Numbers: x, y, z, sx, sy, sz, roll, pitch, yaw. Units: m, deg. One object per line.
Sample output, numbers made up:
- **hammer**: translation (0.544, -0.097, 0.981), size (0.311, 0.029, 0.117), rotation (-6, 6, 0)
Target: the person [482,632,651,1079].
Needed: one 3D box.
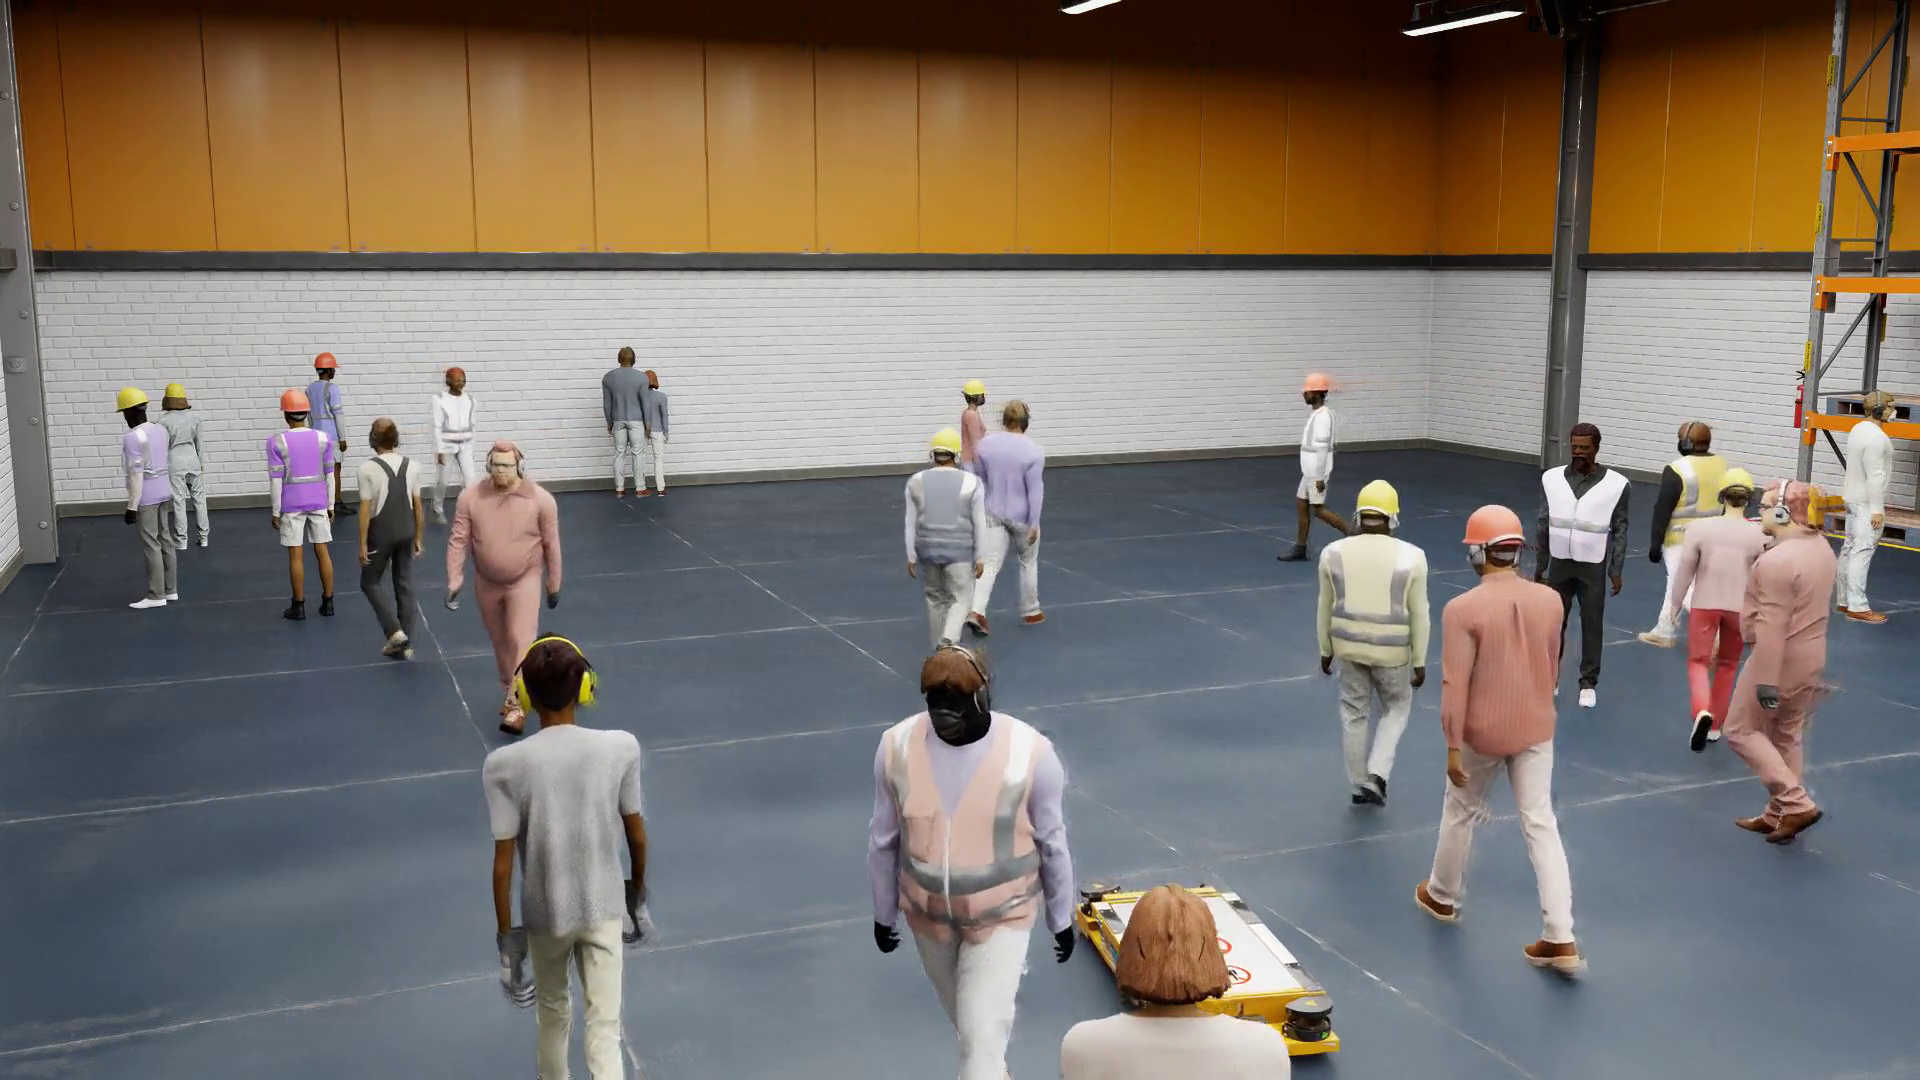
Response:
- **person**: translation (-1.214, 1.202, 5.237), size (0.513, 1.831, 0.973), rotation (-3, 10, -15)

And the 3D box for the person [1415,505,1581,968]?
- **person**: translation (2.353, 0.830, 7.171), size (0.606, 1.939, 1.021), rotation (-2, 10, -12)

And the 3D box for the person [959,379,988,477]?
- **person**: translation (0.142, -0.811, 17.581), size (0.316, 1.771, 0.523), rotation (-2, 10, -10)

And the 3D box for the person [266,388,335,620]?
- **person**: translation (-5.512, -0.297, 13.940), size (0.544, 1.943, 0.347), rotation (-8, 12, -39)

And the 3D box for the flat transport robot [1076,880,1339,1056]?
- **flat transport robot**: translation (0.963, 1.715, 6.797), size (0.652, 0.197, 1.431), rotation (-2, 9, -10)

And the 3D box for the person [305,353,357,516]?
- **person**: translation (-7.472, -1.246, 19.704), size (0.543, 1.938, 0.357), rotation (5, 11, 27)

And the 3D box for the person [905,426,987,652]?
- **person**: translation (-0.113, 0.095, 11.977), size (0.597, 1.812, 0.679), rotation (2, 10, 11)

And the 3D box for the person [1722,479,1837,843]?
- **person**: translation (4.188, 0.631, 8.495), size (0.642, 1.892, 0.444), rotation (-8, 12, -39)

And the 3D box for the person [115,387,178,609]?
- **person**: translation (-7.059, -0.362, 14.412), size (0.384, 1.917, 0.584), rotation (0, 9, 2)

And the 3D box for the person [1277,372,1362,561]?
- **person**: translation (3.617, -0.707, 16.522), size (0.796, 1.916, 0.548), rotation (1, 9, 6)

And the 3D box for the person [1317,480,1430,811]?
- **person**: translation (2.225, 0.582, 8.981), size (0.618, 1.817, 0.417), rotation (5, 10, 26)

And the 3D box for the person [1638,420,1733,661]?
- **person**: translation (5.539, -0.002, 12.569), size (0.635, 1.807, 0.917), rotation (-4, 10, -24)

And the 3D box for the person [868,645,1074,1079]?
- **person**: translation (0.041, 1.188, 5.449), size (0.663, 1.797, 0.929), rotation (3, 10, 20)

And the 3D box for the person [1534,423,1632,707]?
- **person**: translation (4.186, 0.161, 11.236), size (0.590, 1.920, 0.399), rotation (7, 11, 35)

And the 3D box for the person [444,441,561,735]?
- **person**: translation (-2.920, 0.293, 10.655), size (0.649, 1.850, 1.022), rotation (0, 9, 1)

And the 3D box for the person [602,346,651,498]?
- **person**: translation (-4.236, -1.500, 21.244), size (0.631, 1.939, 0.370), rotation (1, 9, 9)

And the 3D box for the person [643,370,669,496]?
- **person**: translation (-3.990, -1.372, 21.422), size (0.497, 1.625, 0.286), rotation (1, 9, 6)

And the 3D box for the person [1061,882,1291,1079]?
- **person**: translation (0.471, 1.554, 3.643), size (0.539, 1.621, 0.350), rotation (1, 9, 8)

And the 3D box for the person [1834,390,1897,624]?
- **person**: translation (7.560, -0.283, 13.863), size (0.371, 1.941, 0.627), rotation (2, 10, 13)

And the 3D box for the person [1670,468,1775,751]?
- **person**: translation (4.628, 0.438, 10.105), size (0.571, 1.731, 0.710), rotation (4, 10, 21)

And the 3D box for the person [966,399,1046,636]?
- **person**: translation (0.390, -0.186, 13.396), size (0.629, 1.908, 0.962), rotation (5, 11, 28)

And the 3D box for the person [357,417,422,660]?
- **person**: translation (-4.280, -0.002, 12.463), size (0.403, 1.832, 0.542), rotation (8, 12, 41)

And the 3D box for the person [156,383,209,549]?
- **person**: translation (-8.161, -0.774, 17.429), size (0.298, 1.745, 0.484), rotation (7, 12, 38)

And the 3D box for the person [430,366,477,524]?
- **person**: translation (-5.718, -1.043, 18.776), size (0.571, 1.853, 0.954), rotation (-7, 12, -38)
